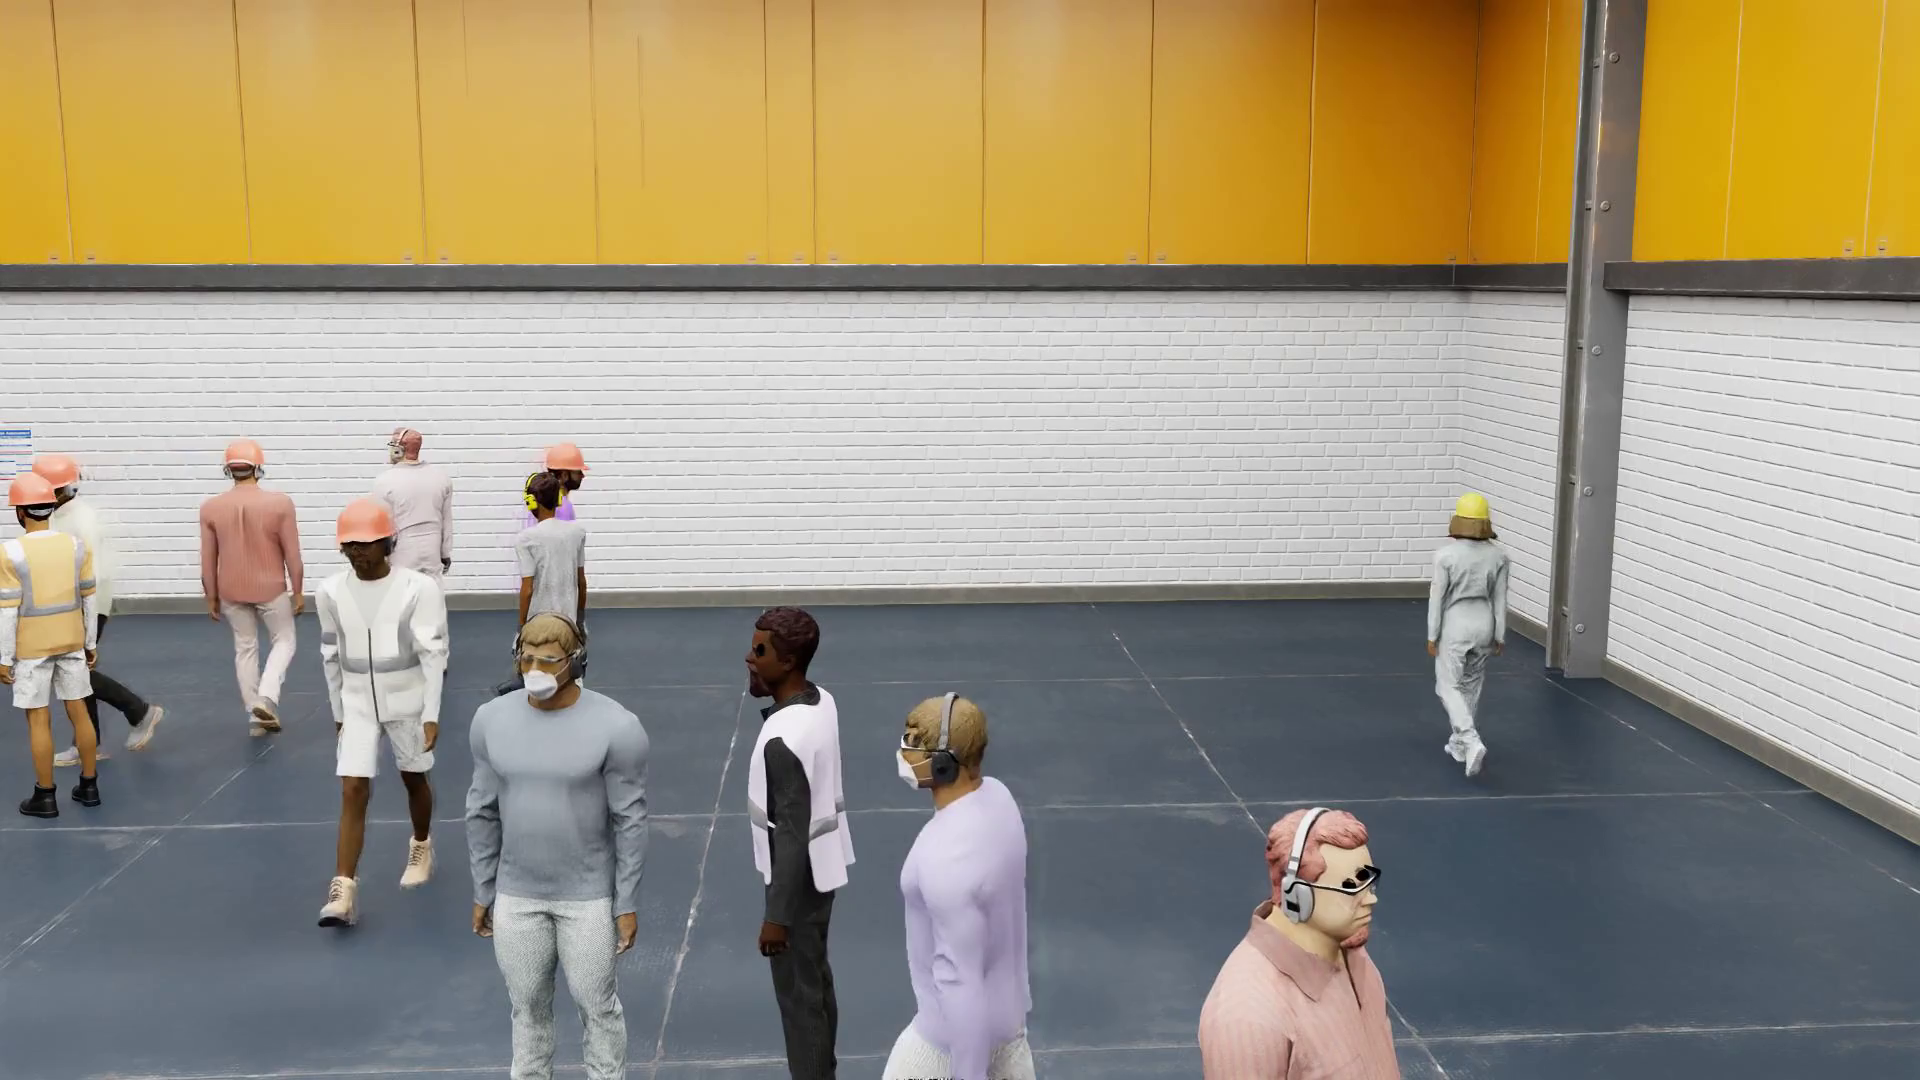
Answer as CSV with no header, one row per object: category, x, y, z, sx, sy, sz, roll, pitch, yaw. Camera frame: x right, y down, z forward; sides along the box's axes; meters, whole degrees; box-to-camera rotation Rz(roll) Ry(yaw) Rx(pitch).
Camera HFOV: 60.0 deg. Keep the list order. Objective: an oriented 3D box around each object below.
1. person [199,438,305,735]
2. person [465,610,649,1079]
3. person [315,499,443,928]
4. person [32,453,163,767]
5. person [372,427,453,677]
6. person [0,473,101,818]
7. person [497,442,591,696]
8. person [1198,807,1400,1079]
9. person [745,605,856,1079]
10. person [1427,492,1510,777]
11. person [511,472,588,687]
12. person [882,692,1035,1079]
person,-4.615,0.324,10.854,0.634,1.982,0.539,-1,9,-7
person,-1.348,1.188,5.576,0.632,1.940,0.372,1,9,8
person,-2.750,0.797,7.877,0.626,1.980,1.061,0,9,-1
person,-5.411,0.423,10.306,0.569,1.961,0.638,-8,12,-43
person,-4.098,0.114,12.422,0.409,1.907,0.651,8,12,40
person,-5.139,0.588,9.351,0.363,1.934,0.552,6,11,35
person,-2.776,0.302,11.200,0.636,1.918,0.555,-5,10,-27
person,0.767,1.511,3.653,0.407,1.908,0.641,5,10,29
person,-0.562,1.170,5.744,0.388,1.921,0.594,0,9,3
person,3.108,0.567,10.144,0.495,1.719,0.755,-1,9,-6
person,-2.474,0.517,10.030,0.328,1.865,0.519,7,12,39
person,0.089,1.353,4.663,0.979,1.906,0.623,3,10,19
